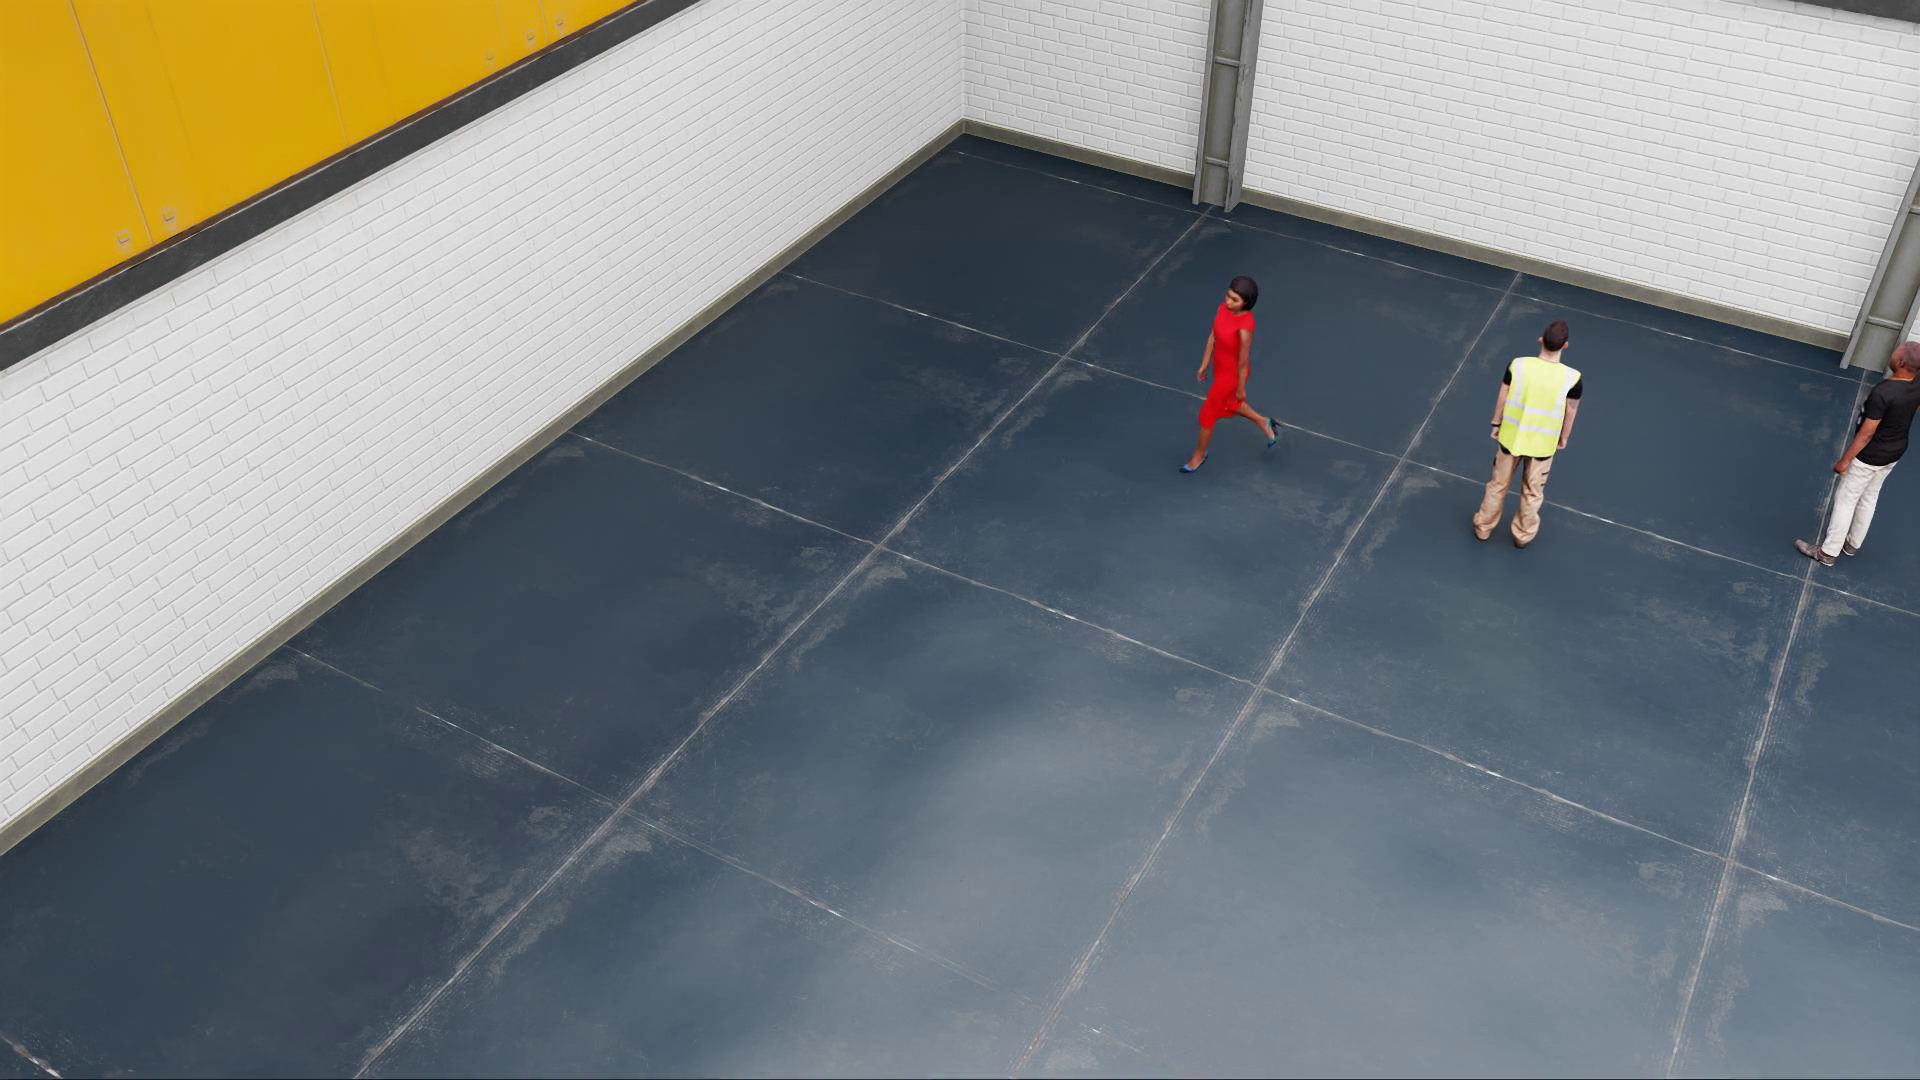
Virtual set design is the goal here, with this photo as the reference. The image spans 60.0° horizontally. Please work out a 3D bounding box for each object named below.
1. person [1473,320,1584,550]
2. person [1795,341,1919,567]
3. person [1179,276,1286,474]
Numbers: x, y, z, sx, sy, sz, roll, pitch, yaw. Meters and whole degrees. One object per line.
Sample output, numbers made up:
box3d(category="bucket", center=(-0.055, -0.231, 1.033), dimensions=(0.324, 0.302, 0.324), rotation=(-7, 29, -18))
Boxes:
box3d(category="person", center=(4.031, -0.738, 11.778), dimensions=(0.662, 1.842, 0.784), rotation=(14, 41, 17))
box3d(category="person", center=(6.392, -0.602, 11.638), dimensions=(0.757, 1.805, 0.785), rotation=(-17, 42, -20))
box3d(category="person", center=(2.098, -1.239, 12.513), dimensions=(1.104, 1.707, 1.050), rotation=(-9, 39, -11))
